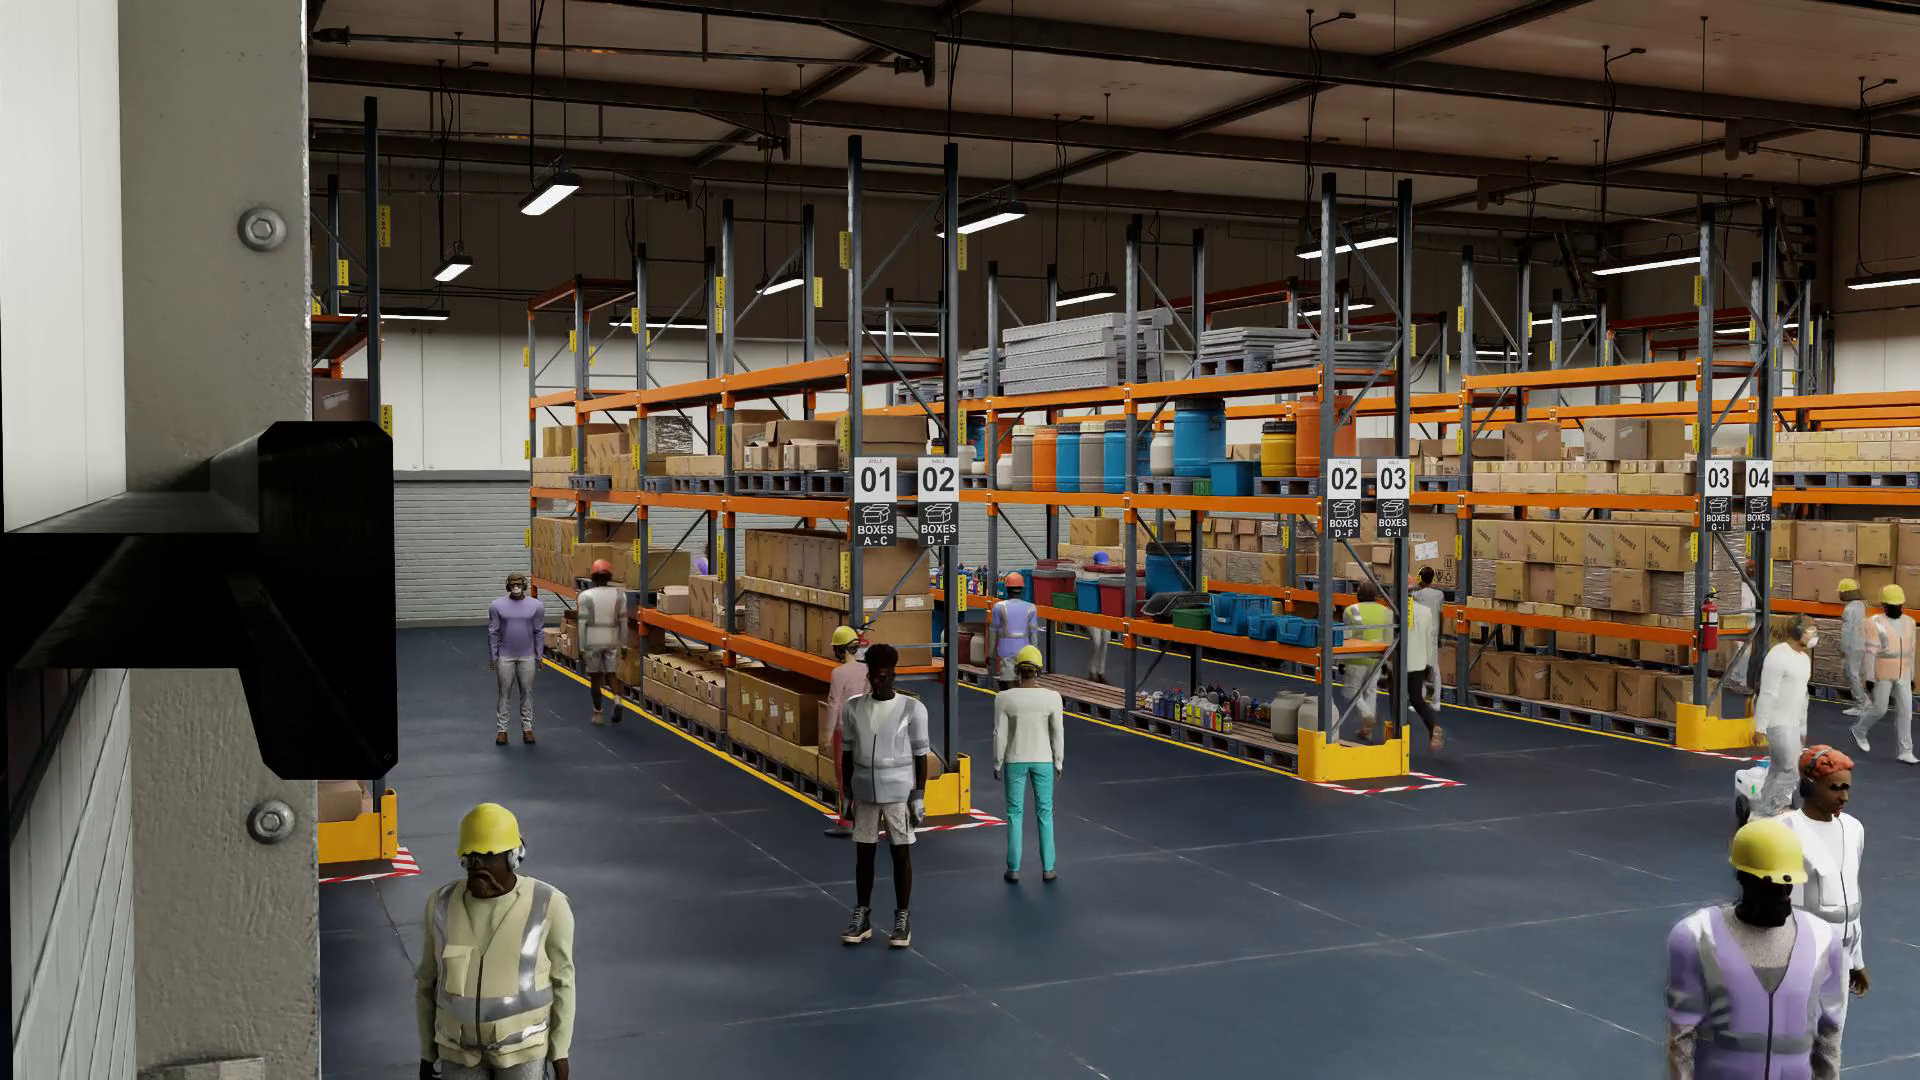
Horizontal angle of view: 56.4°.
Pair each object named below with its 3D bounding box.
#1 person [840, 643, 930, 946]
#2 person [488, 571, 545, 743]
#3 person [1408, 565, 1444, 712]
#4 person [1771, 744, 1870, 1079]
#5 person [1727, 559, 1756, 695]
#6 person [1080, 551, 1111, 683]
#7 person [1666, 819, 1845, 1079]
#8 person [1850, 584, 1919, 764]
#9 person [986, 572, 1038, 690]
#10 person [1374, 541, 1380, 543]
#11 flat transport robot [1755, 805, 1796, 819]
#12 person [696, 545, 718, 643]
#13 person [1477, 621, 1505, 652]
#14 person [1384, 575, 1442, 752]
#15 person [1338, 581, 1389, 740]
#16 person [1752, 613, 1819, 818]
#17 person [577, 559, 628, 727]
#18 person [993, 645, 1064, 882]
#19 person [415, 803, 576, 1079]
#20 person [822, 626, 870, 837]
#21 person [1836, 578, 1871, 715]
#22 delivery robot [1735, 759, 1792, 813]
[{"bbox_3d":[-0.500,1.644,11.658,0.608,1.963,0.372,1,2,18],"label":"person"},{"bbox_3d":[-5.025,1.324,20.308,0.627,1.940,0.371,-1,2,-16],"label":"person"},{"bbox_3d":[5.945,1.258,22.905,0.520,1.873,0.328,-1,2,-20],"label":"person"},{"bbox_3d":[3.720,1.831,7.786,0.574,1.887,0.356,-1,2,-26],"label":"person"},{"bbox_3d":[10.764,1.194,24.550,0.611,1.870,0.415,-1,2,-23],"label":"person"},{"bbox_3d":[2.059,1.120,25.876,0.628,1.925,0.629,-1,2,-25],"label":"person"},{"bbox_3d":[2.709,1.883,6.146,0.589,1.909,0.530,0,2,5],"label":"person"},{"bbox_3d":[9.870,1.400,19.114,0.585,1.892,0.841,0,2,-10],"label":"person"},{"bbox_3d":[0.645,1.323,21.022,0.564,1.903,0.973,-1,2,-18],"label":"person"},{"bbox_3d":[7.502,0.920,32.534,0.603,1.809,0.759,-1,2,-25],"label":"person"},{"bbox_3d":[6.785,2.385,14.613,0.652,0.197,1.431,1,2,27],"label":"flat transport robot"},{"bbox_3d":[-4.405,0.955,31.873,0.581,1.784,0.967,-1,2,-19],"label":"person"},{"bbox_3d":[8.526,1.120,28.761,0.533,1.697,0.319,0,2,7],"label":"person"},{"bbox_3d":[4.878,1.342,19.350,0.624,1.971,0.719,-1,2,-20],"label":"person"},{"bbox_3d":[4.627,1.377,20.400,0.648,1.826,0.520,-1,2,-18],"label":"person"},{"bbox_3d":[6.790,1.550,14.769,0.479,1.909,0.653,2,3,44],"label":"person"},{"bbox_3d":[-4.287,1.238,21.523,0.608,2.026,0.619,-1,2,-27],"label":"person"},{"bbox_3d":[0.513,1.673,13.443,0.534,1.767,0.319,0,2,-1],"label":"person"},{"bbox_3d":[-1.758,1.897,6.747,0.600,1.829,0.404,0,2,2],"label":"person"},{"bbox_3d":[-0.960,1.609,15.199,0.325,1.762,0.533,1,2,28],"label":"person"},{"bbox_3d":[11.211,1.342,22.516,0.396,1.715,0.504,2,3,45],"label":"person"},{"bbox_3d":[7.008,2.160,15.638,0.477,0.478,0.707,0,2,13],"label":"delivery robot"}]
